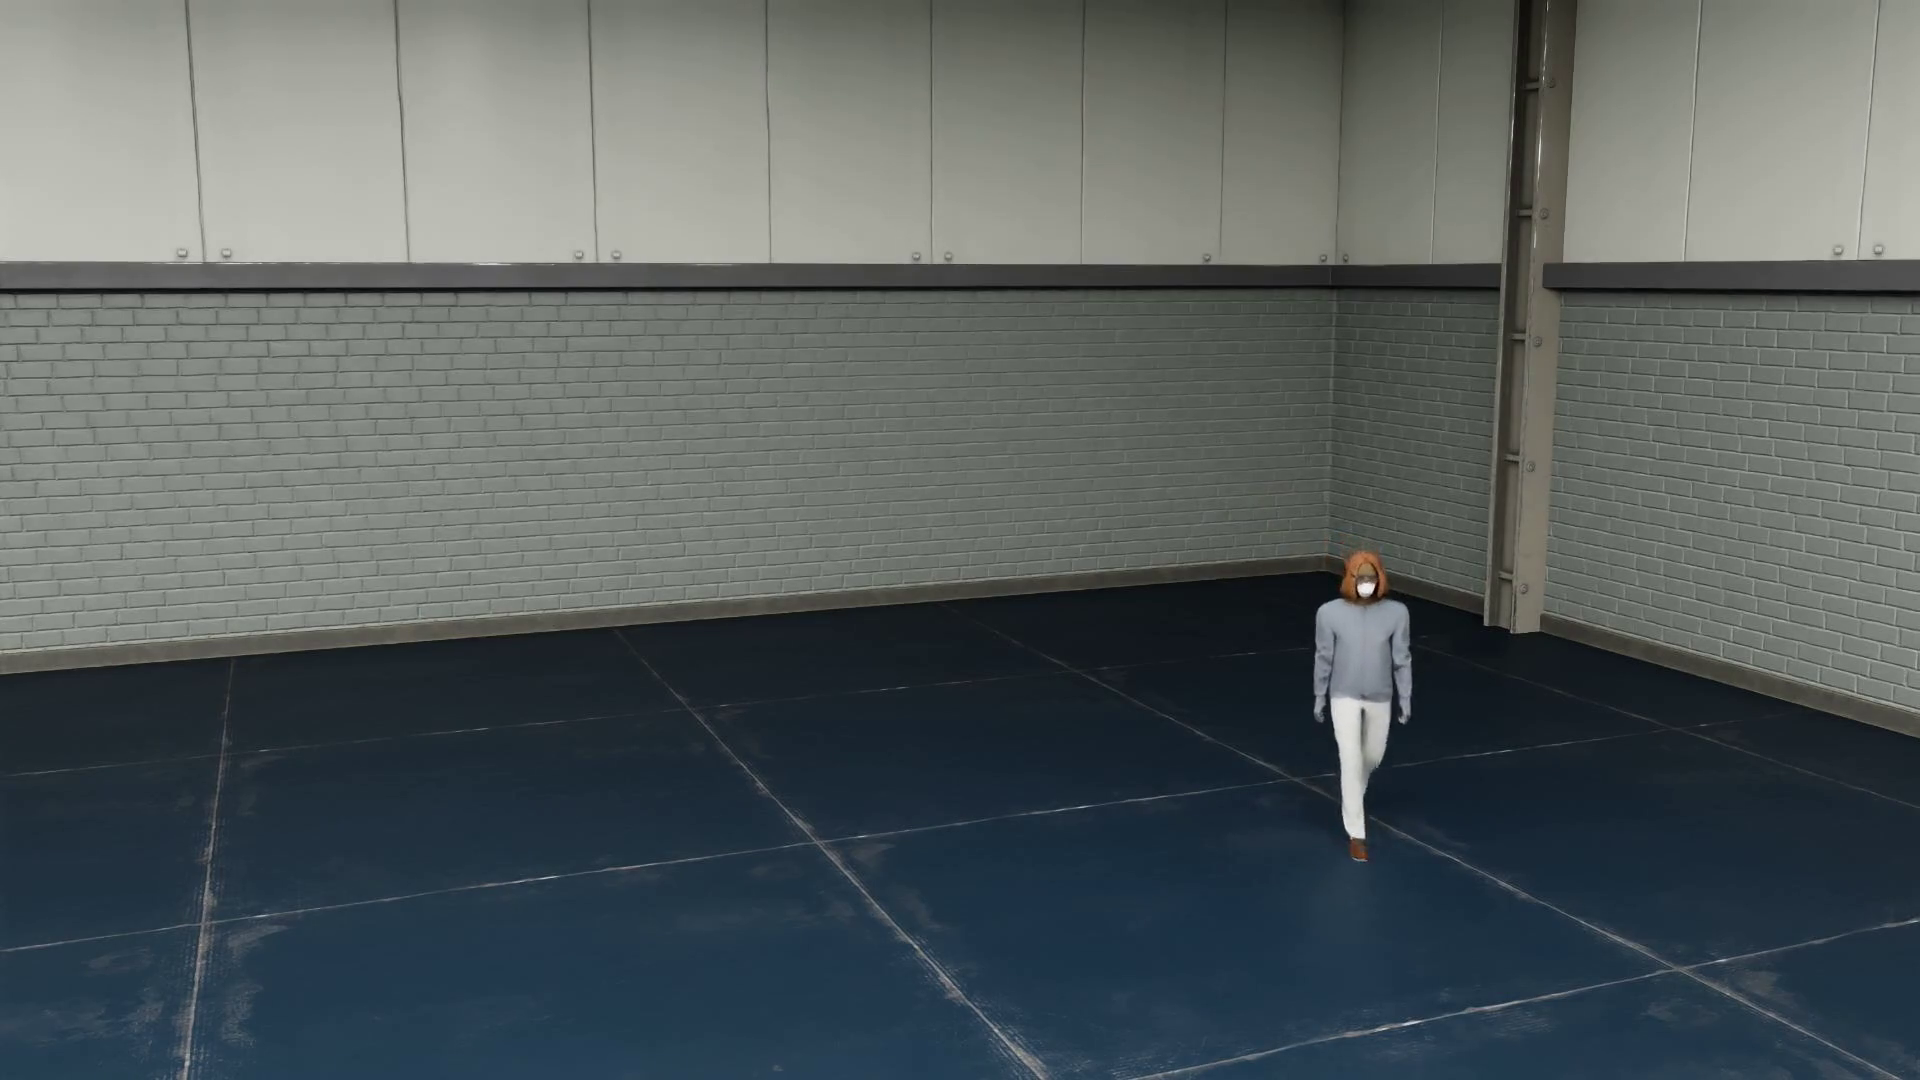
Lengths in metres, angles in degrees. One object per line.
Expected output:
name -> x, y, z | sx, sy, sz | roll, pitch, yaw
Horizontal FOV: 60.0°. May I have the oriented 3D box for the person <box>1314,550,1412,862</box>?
person -> 2.136, 0.828, 8.882 | 0.507, 1.603, 0.756 | 0, 9, 1
